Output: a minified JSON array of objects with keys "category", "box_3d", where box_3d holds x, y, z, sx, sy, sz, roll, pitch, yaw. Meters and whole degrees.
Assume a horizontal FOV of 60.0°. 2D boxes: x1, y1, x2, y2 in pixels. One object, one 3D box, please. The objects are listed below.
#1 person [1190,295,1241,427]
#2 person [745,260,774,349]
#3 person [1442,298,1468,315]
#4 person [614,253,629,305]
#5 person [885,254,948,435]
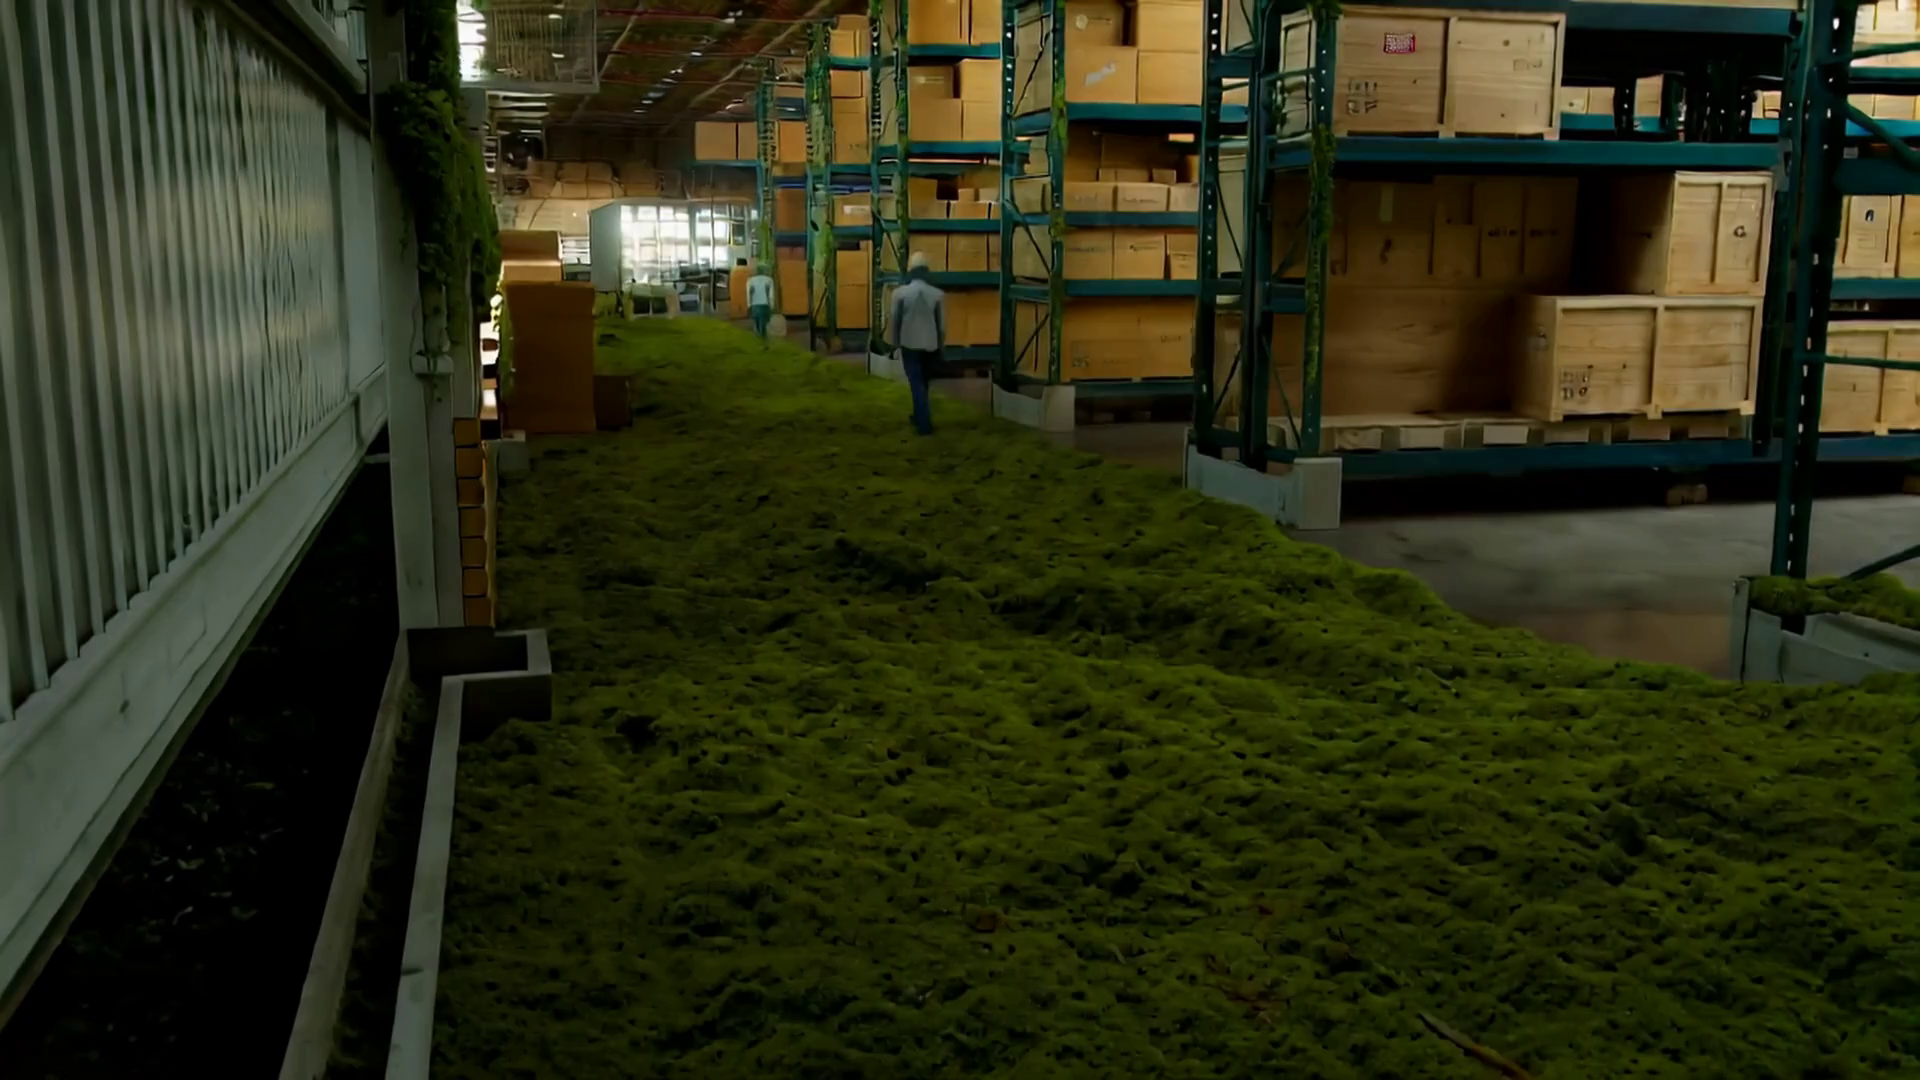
[{"category":"person","box_3d":[2.783,-1.948,17.489,0.959,1.794,0.632,-5,11,-28]},{"category":"person","box_3d":[-3.989,-4.659,32.948,0.546,1.740,0.719,-4,11,-20]},{"category":"person","box_3d":[4.581,-1.512,15.573,0.878,1.584,0.541,-4,11,-20]},{"category":"person","box_3d":[-11.766,-9.064,57.729,0.546,1.804,0.580,2,10,10]},{"category":"person","box_3d":[-0.462,-2.114,18.024,0.615,1.947,1.018,-5,11,-24]}]
